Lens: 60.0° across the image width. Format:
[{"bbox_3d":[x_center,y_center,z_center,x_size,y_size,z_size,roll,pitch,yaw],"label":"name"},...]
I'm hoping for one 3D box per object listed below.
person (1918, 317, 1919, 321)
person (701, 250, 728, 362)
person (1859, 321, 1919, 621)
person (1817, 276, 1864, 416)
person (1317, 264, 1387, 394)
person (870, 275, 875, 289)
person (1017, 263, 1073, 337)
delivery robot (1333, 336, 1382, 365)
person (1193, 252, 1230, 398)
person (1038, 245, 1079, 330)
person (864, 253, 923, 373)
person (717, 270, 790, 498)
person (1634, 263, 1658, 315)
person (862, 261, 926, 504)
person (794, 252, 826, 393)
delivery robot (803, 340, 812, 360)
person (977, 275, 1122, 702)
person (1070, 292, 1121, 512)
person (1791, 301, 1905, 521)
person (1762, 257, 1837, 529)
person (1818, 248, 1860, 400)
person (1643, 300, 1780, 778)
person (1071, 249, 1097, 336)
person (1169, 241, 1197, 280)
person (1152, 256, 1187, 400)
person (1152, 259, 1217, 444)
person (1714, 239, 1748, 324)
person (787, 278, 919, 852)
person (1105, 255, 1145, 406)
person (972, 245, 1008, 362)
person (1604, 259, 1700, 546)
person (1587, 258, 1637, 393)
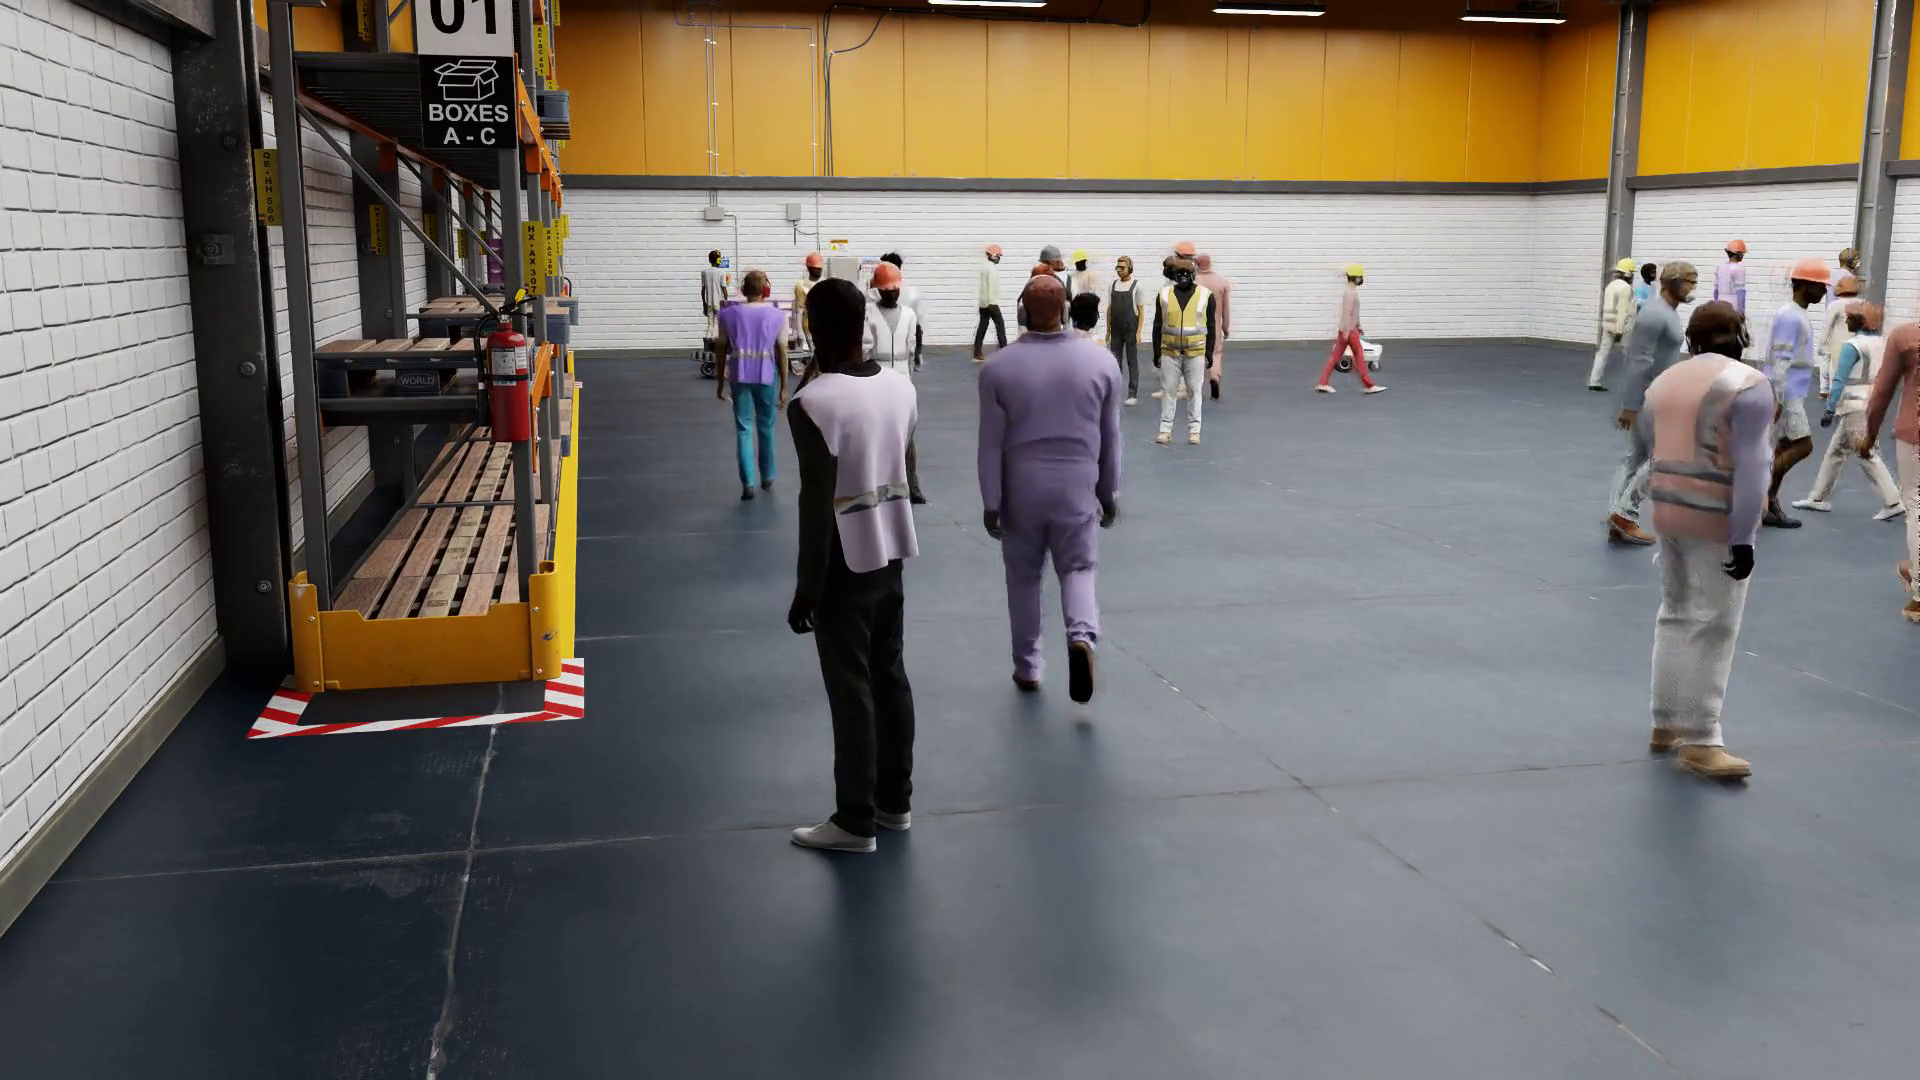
[{"bbox_3d":[10.014,-1.936,16.900,0.822,1.871,0.704,4,11,23],"label":"person"},{"bbox_3d":[-4.079,-3.903,27.821,0.520,1.866,0.326,4,11,23],"label":"person"},{"bbox_3d":[5.318,-0.560,9.093,0.627,1.939,1.050,3,11,14],"label":"person"},{"bbox_3d":[10.255,-2.274,19.467,0.523,1.608,0.669,-2,11,-13],"label":"person"},{"bbox_3d":[5.196,-2.789,22.048,0.904,1.719,0.537,2,10,11],"label":"person"},{"bbox_3d":[-1.138,-2.619,21.421,0.806,1.608,0.517,6,12,31],"label":"person"},{"bbox_3d":[0.761,-1.455,14.321,0.586,1.850,0.927,-5,12,-27],"label":"person"},{"bbox_3d":[6.157,-2.923,25.759,0.707,0.478,0.477,0,10,2],"label":"delivery robot"},{"bbox_3d":[3.112,-2.722,21.196,0.660,1.891,0.659,0,10,0],"label":"person"},{"bbox_3d":[1.144,-2.450,19.283,0.695,2.000,1.025,-10,14,-44],"label":"person"},{"bbox_3d":[-0.697,-1.889,16.555,0.613,1.913,0.999,-5,11,-24],"label":"person"},{"bbox_3d":[-1.656,-1.255,13.344,0.592,1.797,0.962,-1,10,-6],"label":"person"},{"bbox_3d":[10.152,-3.249,24.662,0.316,1.695,0.541,9,14,42],"label":"person"},{"bbox_3d":[-0.596,-1.253,13.119,0.534,1.889,0.971,-4,11,-23],"label":"person"},{"bbox_3d":[-1.820,-2.645,20.784,0.566,1.901,0.961,-9,14,-42],"label":"person"},{"bbox_3d":[-2.313,-2.944,25.878,0.707,0.478,0.477,-5,11,-27],"label":"delivery robot"},{"bbox_3d":[0.393,-0.213,7.304,0.654,1.890,0.712,-1,10,-5],"label":"person"},{"bbox_3d":[0.927,-0.970,12.139,0.854,1.648,0.553,-7,12,-35],"label":"person"},{"bbox_3d":[6.604,-0.952,12.198,0.525,1.598,0.847,-9,13,-40],"label":"person"},{"bbox_3d":[5.883,-1.026,11.732,0.421,1.913,0.572,6,12,30],"label":"person"},{"bbox_3d":[11.133,-2.712,21.014,0.372,1.940,0.627,1,10,5],"label":"person"},{"bbox_3d":[2.950,-0.015,6.472,0.434,1.807,0.777,-2,10,-11],"label":"person"},{"bbox_3d":[1.938,-3.812,27.279,0.972,1.871,0.607,-7,12,-33],"label":"person"},{"bbox_3d":[3.033,-3.031,22.566,0.536,2.023,0.609,1,10,7],"label":"person"},{"bbox_3d":[2.750,-2.717,21.335,0.432,1.837,0.670,-3,11,-15],"label":"person"},{"bbox_3d":[2.235,-1.875,16.655,0.633,1.839,0.429,3,11,14],"label":"person"},{"bbox_3d":[11.589,-3.482,24.993,0.388,2.040,0.628,-3,11,-14],"label":"person"},{"bbox_3d":[-0.349,0.093,5.548,0.399,1.913,0.590,6,12,32],"label":"person"},{"bbox_3d":[2.023,-2.578,20.533,0.507,1.846,0.343,7,12,32],"label":"person"},{"bbox_3d":[0.611,-3.938,27.773,0.937,1.946,0.629,-3,11,-17],"label":"person"},{"bbox_3d":[4.569,-0.890,10.998,0.482,1.909,0.655,6,12,30],"label":"person"},{"bbox_3d":[8.827,-2.835,22.120,0.920,1.781,0.608,-1,10,-7],"label":"person"}]
